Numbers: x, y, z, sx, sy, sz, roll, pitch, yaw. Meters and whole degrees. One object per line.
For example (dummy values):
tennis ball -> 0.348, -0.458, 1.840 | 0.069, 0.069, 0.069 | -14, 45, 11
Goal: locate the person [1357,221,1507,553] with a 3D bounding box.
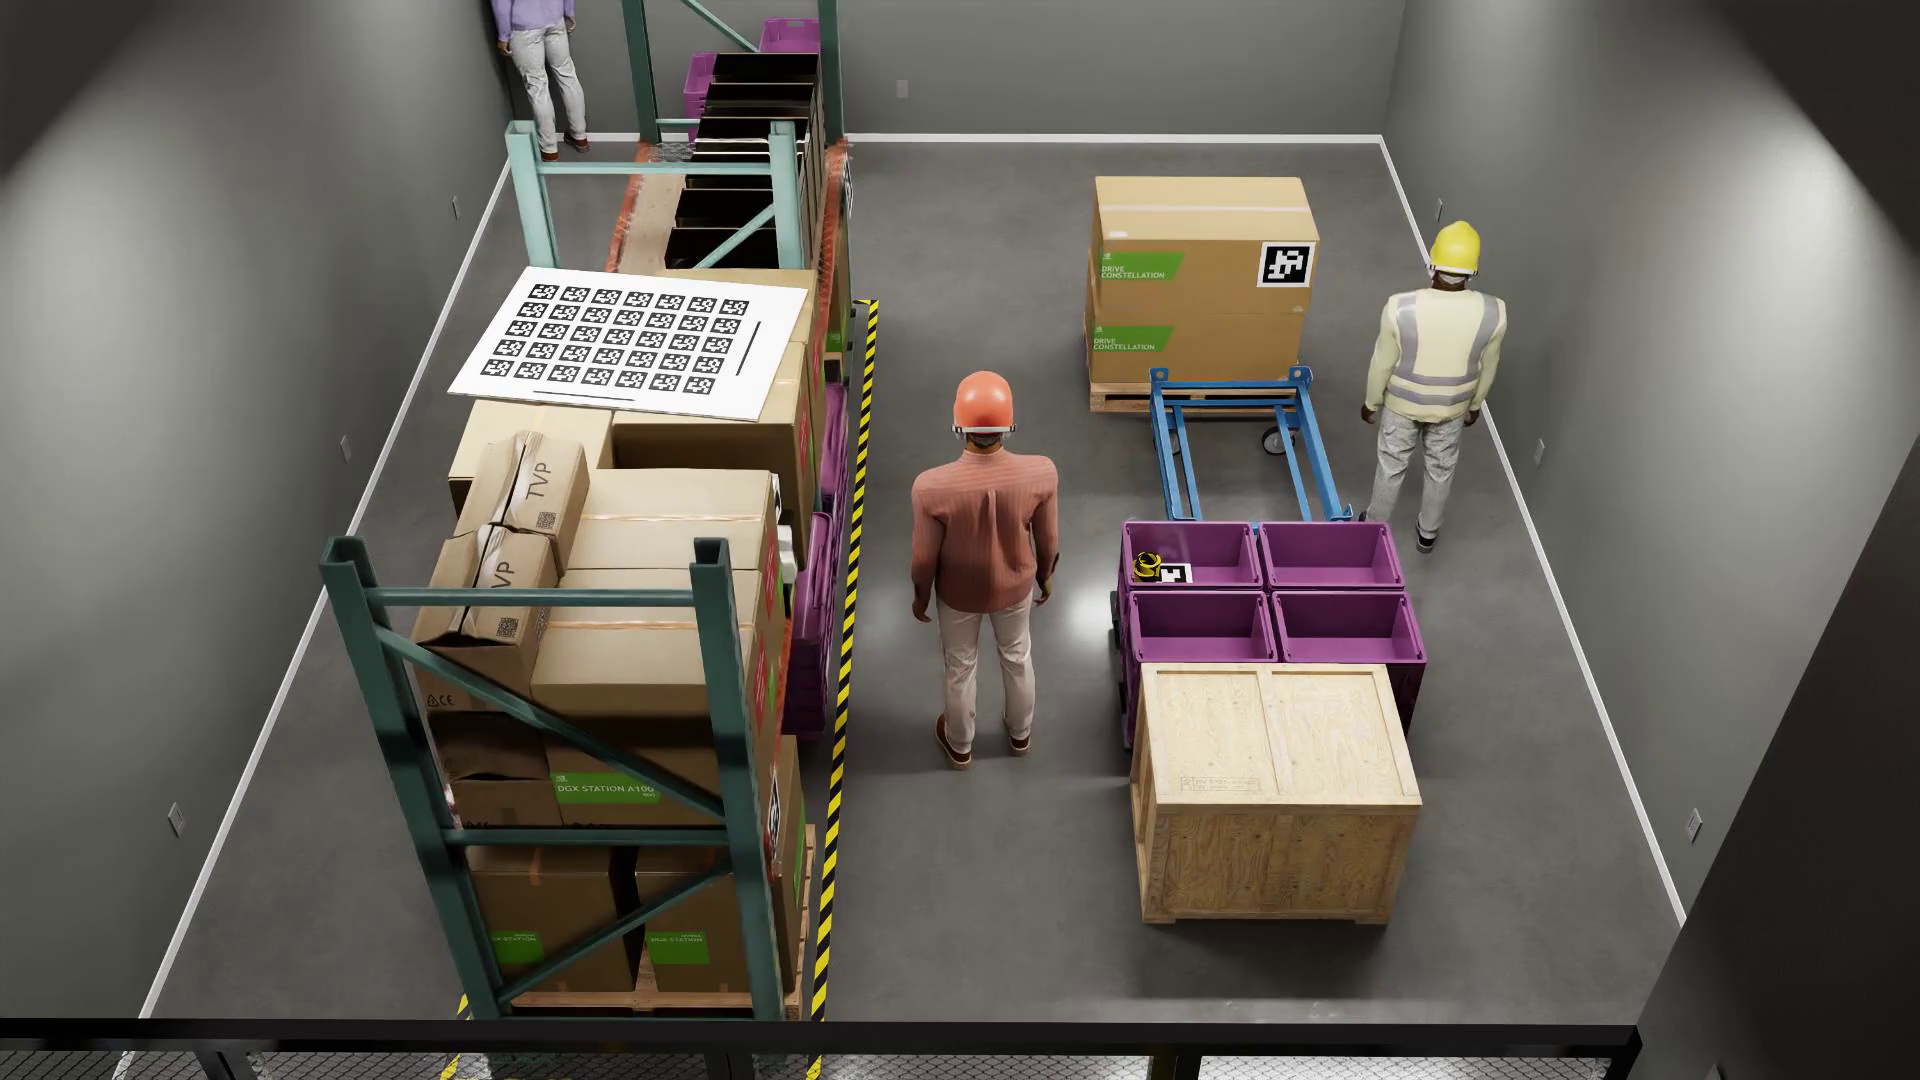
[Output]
person -> 2.235, -0.700, 7.990 | 0.587, 1.835, 0.404 | 3, 41, 4

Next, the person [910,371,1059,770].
person -> 0.094, 0.154, 6.896 | 0.623, 1.992, 0.397 | -9, 42, -11

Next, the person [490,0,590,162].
person -> -2.811, -3.437, 11.033 | 0.354, 1.937, 0.635 | 33, 51, 32
